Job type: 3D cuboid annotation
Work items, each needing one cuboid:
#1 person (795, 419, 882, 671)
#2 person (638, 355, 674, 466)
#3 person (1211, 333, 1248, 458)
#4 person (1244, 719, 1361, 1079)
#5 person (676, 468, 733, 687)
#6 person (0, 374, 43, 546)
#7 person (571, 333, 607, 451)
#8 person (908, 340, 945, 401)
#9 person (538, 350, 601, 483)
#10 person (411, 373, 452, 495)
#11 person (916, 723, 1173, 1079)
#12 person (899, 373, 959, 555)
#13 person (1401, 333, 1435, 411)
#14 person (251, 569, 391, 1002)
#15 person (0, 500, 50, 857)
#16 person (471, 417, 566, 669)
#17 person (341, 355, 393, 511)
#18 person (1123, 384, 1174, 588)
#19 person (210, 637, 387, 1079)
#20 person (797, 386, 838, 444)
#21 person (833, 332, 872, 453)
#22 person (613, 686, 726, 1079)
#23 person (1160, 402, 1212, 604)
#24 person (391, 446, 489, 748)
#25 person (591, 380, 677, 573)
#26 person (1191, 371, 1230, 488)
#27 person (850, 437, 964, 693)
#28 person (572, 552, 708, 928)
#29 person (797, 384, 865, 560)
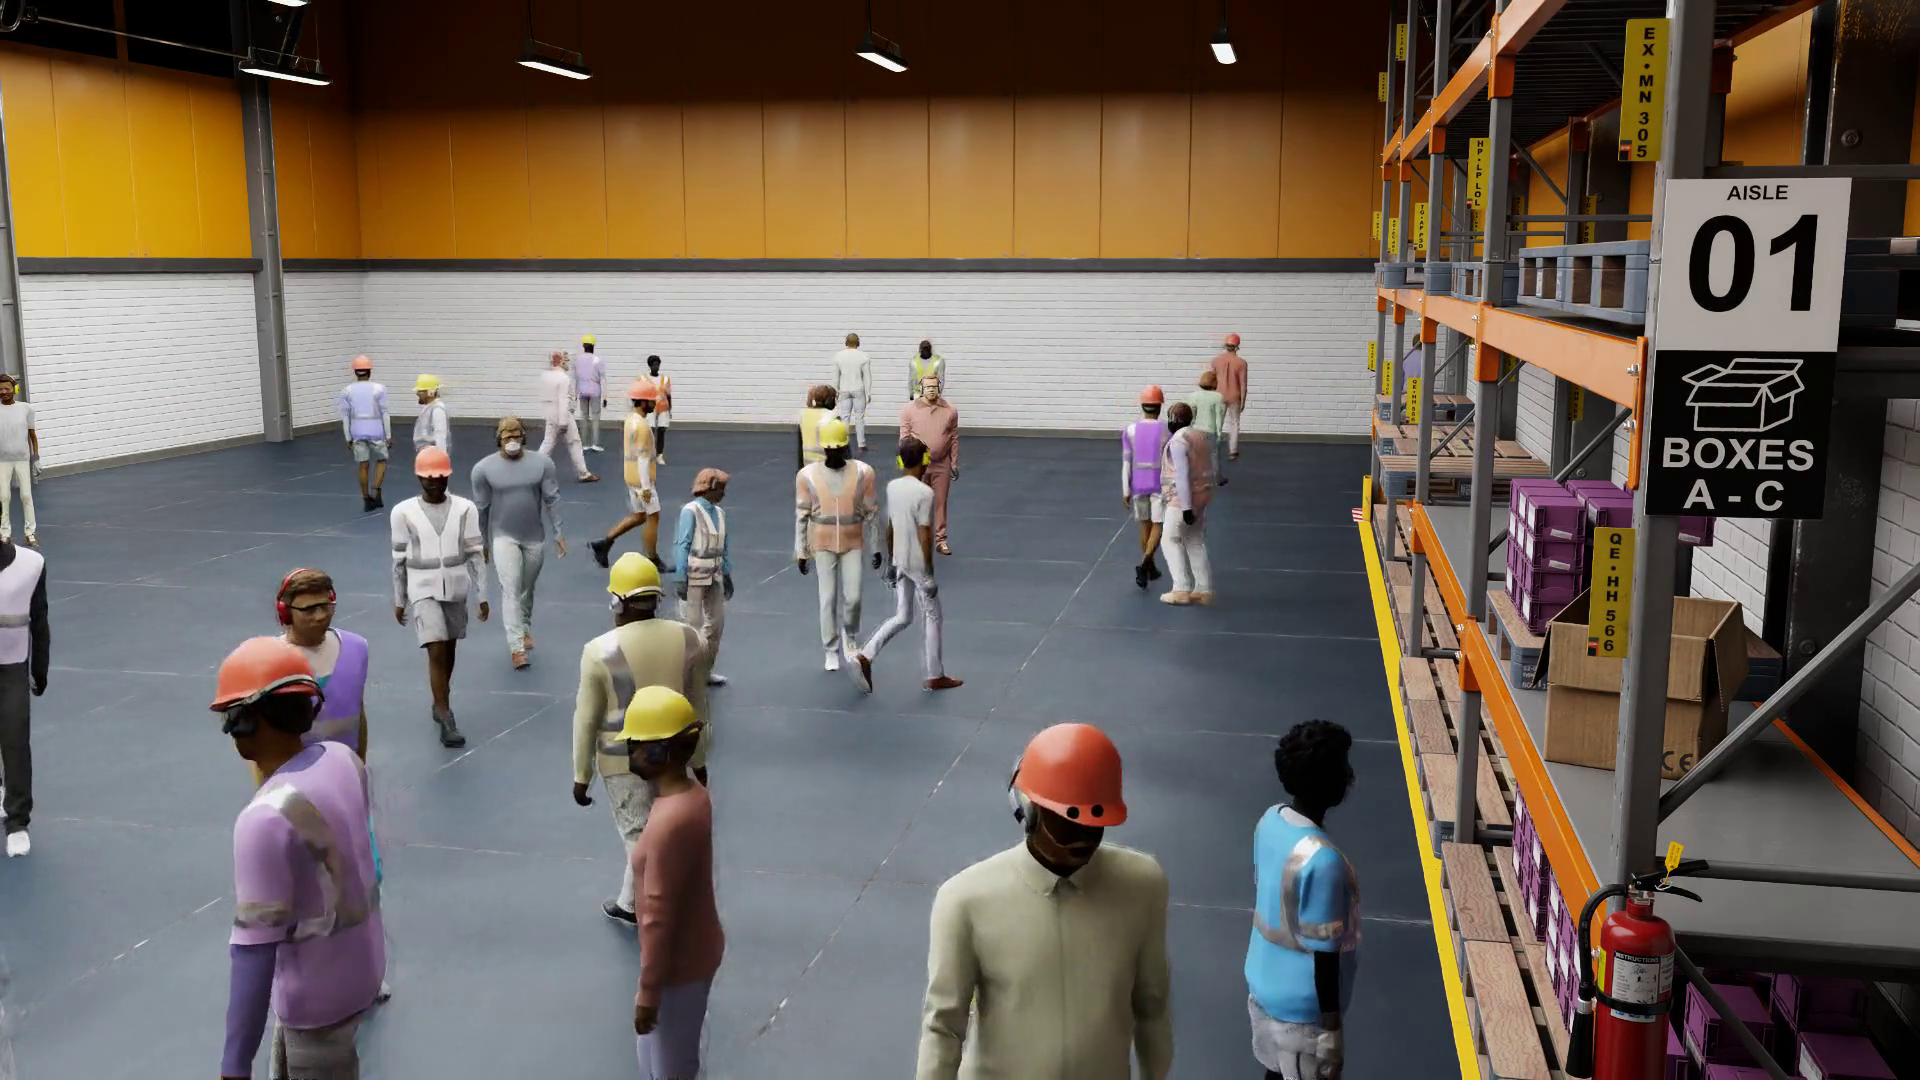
[{"bbox_3d":[-0.898,0.044,12.370,0.657,1.901,0.470,-1,9,-6],"label":"person"},{"bbox_3d":[-4.605,-1.958,25.082,0.532,1.678,0.405,-6,11,-30],"label":"person"},{"bbox_3d":[4.137,-2.216,25.762,0.613,1.973,0.801,4,10,23],"label":"person"},{"bbox_3d":[1.035,1.373,5.005,0.318,1.692,0.619,-1,10,-8],"label":"person"},{"bbox_3d":[-1.811,0.308,11.668,0.324,1.611,0.607,4,10,24],"label":"person"},{"bbox_3d":[-10.154,-0.847,17.836,0.535,1.868,0.309,-5,11,-28],"label":"person"},{"bbox_3d":[-6.016,-2.400,27.038,0.591,1.931,0.373,2,10,11],"label":"person"},{"bbox_3d":[-0.558,-2.423,27.622,0.618,1.790,0.932,0,9,3],"label":"person"},{"bbox_3d":[-5.516,-1.683,22.919,0.985,1.862,0.661,-7,12,-38],"label":"person"},{"bbox_3d":[-5.876,-0.966,18.707,0.549,1.822,0.608,-5,11,-26],"label":"person"},{"bbox_3d":[0.217,1.399,3.963,0.675,1.973,0.523,-2,10,-13],"label":"person"},{"bbox_3d":[-0.311,-0.783,17.338,0.639,1.908,0.409,-2,10,-14],"label":"person"},{"bbox_3d":[7.241,-2.306,26.417,0.376,1.940,0.629,-9,13,-43],"label":"person"},{"bbox_3d":[-2.584,1.019,6.722,0.574,1.822,0.572,9,13,42],"label":"person"},{"bbox_3d":[-5.117,0.652,8.780,0.590,1.887,0.917,-5,11,-28],"label":"person"},{"bbox_3d":[-3.391,-0.009,12.769,0.648,1.890,1.040,-5,11,-26],"label":"person"},{"bbox_3d":[-7.275,-1.309,20.449,0.579,1.920,0.399,-1,10,-8],"label":"person"},{"bbox_3d":[1.788,-0.508,15.693,0.550,1.916,0.878,4,10,23],"label":"person"},{"bbox_3d":[-1.898,1.276,4.617,0.687,2.004,0.722,-1,9,-4],"label":"person"},{"bbox_3d":[-1.678,-1.042,19.789,0.498,1.611,0.728,-1,9,-7],"label":"person"},{"bbox_3d":[-1.729,-2.374,26.825,0.635,1.936,0.355,2,10,9],"label":"person"},{"bbox_3d":[-0.826,1.320,5.190,0.668,1.740,0.540,0,9,-1],"label":"person"},{"bbox_3d":[2.049,-0.320,14.859,0.530,1.804,0.645,6,11,31],"label":"person"},{"bbox_3d":[-3.354,0.323,10.738,0.560,1.892,0.983,-5,11,-29],"label":"person"},{"bbox_3d":[-3.189,-0.597,16.203,0.736,1.916,0.550,-4,10,-22],"label":"person"},{"bbox_3d":[3.351,-1.458,22.302,0.523,1.592,0.801,7,11,35],"label":"person"},{"bbox_3d":[-0.381,0.189,11.729,0.799,1.837,0.508,-7,12,-36],"label":"person"},{"bbox_3d":[-1.378,0.946,7.272,0.604,1.795,0.910,-8,13,-41],"label":"person"},{"bbox_3d":[-1.358,-0.714,17.270,0.967,1.792,0.629,-7,12,-36],"label":"person"}]
